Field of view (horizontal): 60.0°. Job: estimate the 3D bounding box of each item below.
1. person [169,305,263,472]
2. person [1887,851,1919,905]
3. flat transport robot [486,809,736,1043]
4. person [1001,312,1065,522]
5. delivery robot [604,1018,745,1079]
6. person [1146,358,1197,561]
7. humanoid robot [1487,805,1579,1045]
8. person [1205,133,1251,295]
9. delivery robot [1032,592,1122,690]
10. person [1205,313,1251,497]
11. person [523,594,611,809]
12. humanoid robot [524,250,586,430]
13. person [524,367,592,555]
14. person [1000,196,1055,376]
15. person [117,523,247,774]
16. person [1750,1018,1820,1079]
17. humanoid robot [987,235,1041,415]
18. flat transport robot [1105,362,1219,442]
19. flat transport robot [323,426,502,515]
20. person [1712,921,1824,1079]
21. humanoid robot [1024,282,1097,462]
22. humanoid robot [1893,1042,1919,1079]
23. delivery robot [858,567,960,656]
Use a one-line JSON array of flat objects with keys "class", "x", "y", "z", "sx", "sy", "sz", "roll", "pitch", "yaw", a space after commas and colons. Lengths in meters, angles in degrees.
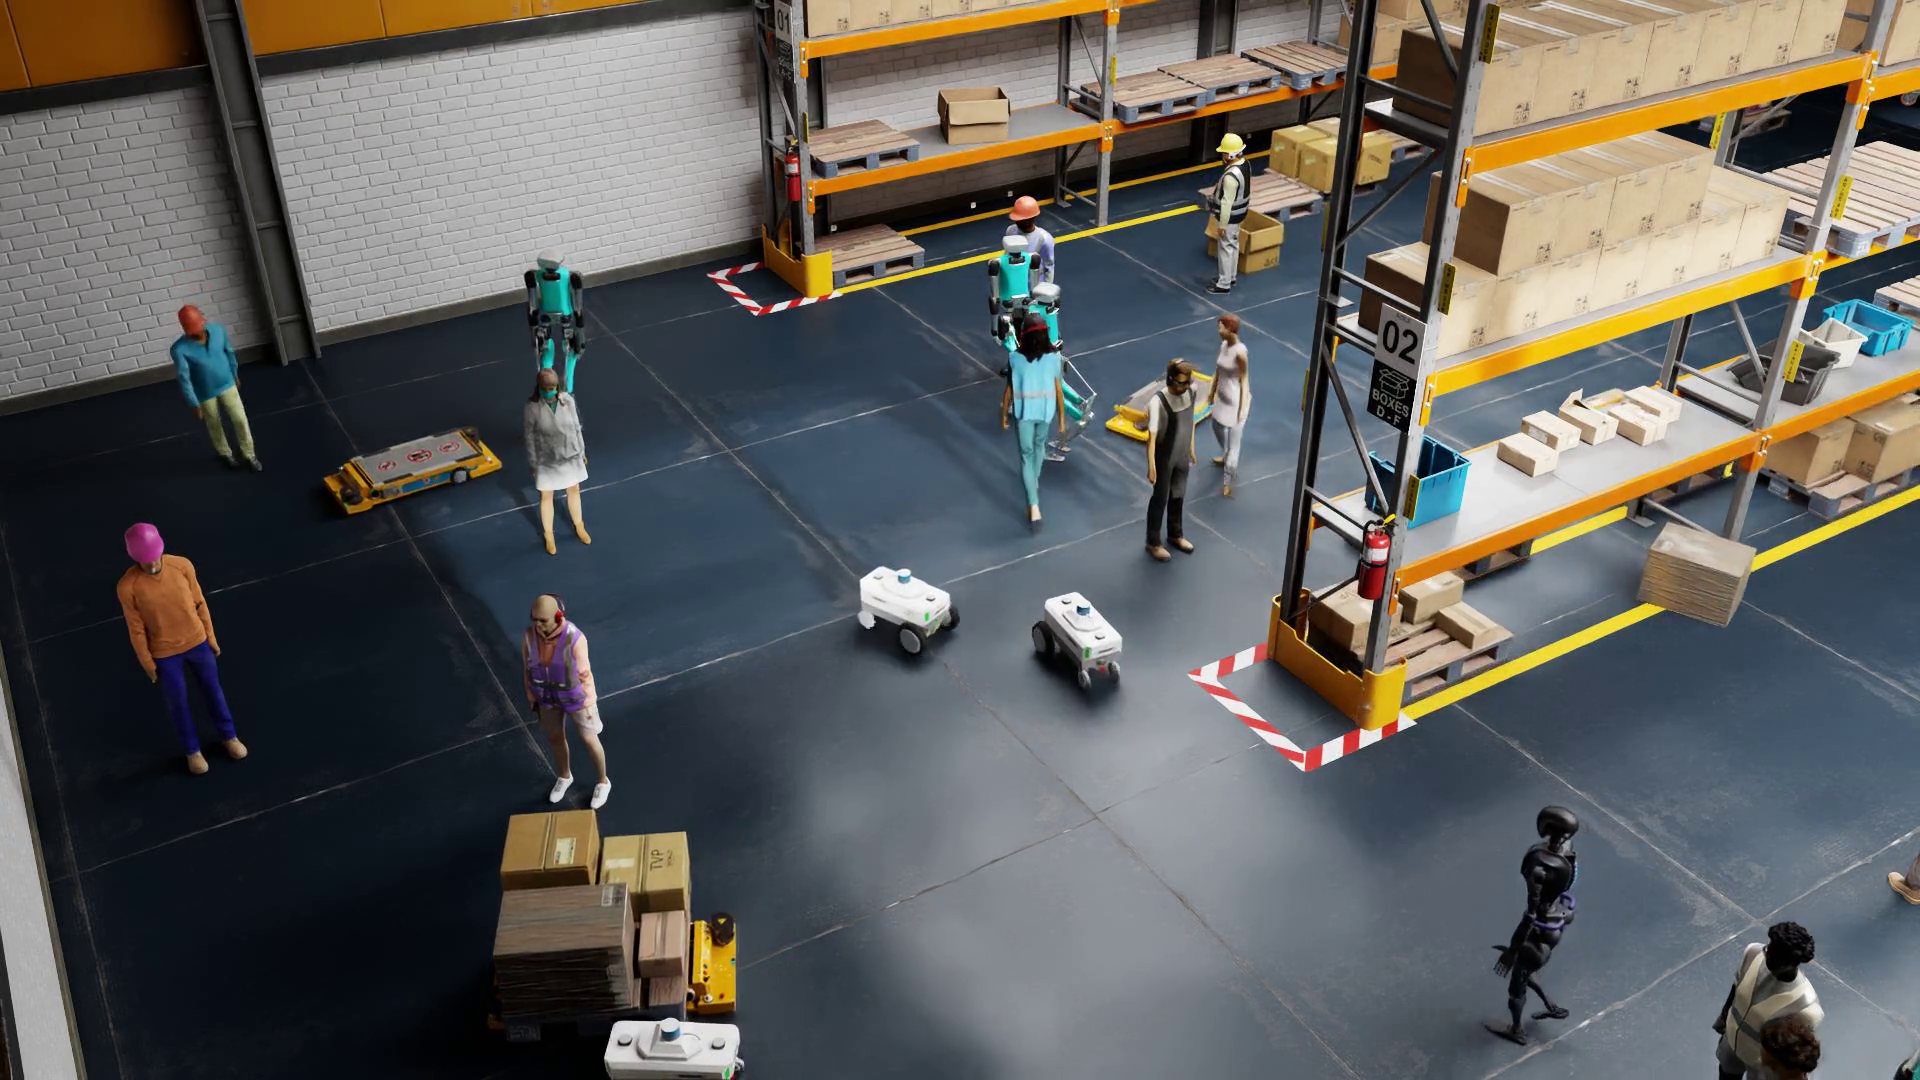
[{"class": "person", "x": -6.688, "y": -1.360, "z": 14.900, "sx": 0.630, "sy": 1.700, "sz": 0.577, "roll": 27, "pitch": 41, "yaw": 36}, {"class": "person", "x": 6.198, "y": 1.512, "z": 10.249, "sx": 0.463, "sy": 1.780, "sz": 0.305, "roll": -4, "pitch": 32, "yaw": -6}, {"class": "flat transport robot", "x": -2.068, "y": 2.582, "z": 9.967, "sx": 1.431, "sy": 0.231, "sz": 0.659, "roll": -3, "pitch": 32, "yaw": -5}, {"class": "person", "x": 0.637, "y": -1.085, "z": 14.354, "sx": 0.536, "sy": 1.819, "sz": 0.967, "roll": -5, "pitch": 32, "yaw": -8}, {"class": "delivery robot", "x": -1.592, "y": 2.886, "z": 9.206, "sx": 0.784, "sy": 0.589, "sz": 0.499, "roll": 1, "pitch": 32, "yaw": 2}, {"class": "person", "x": 1.740, "y": -0.673, "z": 13.688, "sx": 0.519, "sy": 1.834, "sz": 0.365, "roll": -23, "pitch": 39, "yaw": -32}, {"class": "humanoid robot", "x": 3.259, "y": 2.191, "z": 9.271, "sx": 0.422, "sy": 1.645, "sz": 0.602, "roll": 22, "pitch": 38, "yaw": 31}, {"class": "person", "x": 2.968, "y": -3.592, "z": 18.356, "sx": 0.403, "sy": 1.821, "sz": 0.597, "roll": 13, "pitch": 34, "yaw": 20}, {"class": "delivery robot", "x": 0.926, "y": 0.720, "z": 12.656, "sx": 0.499, "sy": 0.584, "sz": 0.783, "roll": -14, "pitch": 35, "yaw": -21}, {"class": "person", "x": 2.420, "y": -1.238, "z": 14.775, "sx": 0.345, "sy": 1.630, "sz": 0.628, "roll": -13, "pitch": 34, "yaw": -20}, {"class": "person", "x": -2.635, "y": 1.063, "z": 11.057, "sx": 0.486, "sy": 1.685, "sz": 0.355, "roll": 7, "pitch": 33, "yaw": 10}, {"class": "humanoid robot", "x": -3.766, "y": -1.775, "z": 15.519, "sx": 0.541, "sy": 1.779, "sz": 0.678, "roll": 0, "pitch": 32, "yaw": -1}, {"class": "person", "x": -3.349, "y": -0.668, "z": 13.833, "sx": 0.486, "sy": 1.663, "sz": 0.341, "roll": -17, "pitch": 36, "yaw": -25}, {"class": "person", "x": 0.652, "y": -2.487, "z": 16.483, "sx": 0.550, "sy": 1.933, "sz": 0.365, "roll": 20, "pitch": 37, "yaw": 28}, {"class": "person", "x": -5.335, "y": 0.724, "z": 11.333, "sx": 0.515, "sy": 1.973, "sz": 0.401, "roll": -26, "pitch": 40, "yaw": -35}, {"class": "person", "x": 3.846, "y": 2.984, "z": 7.812, "sx": 0.536, "sy": 1.874, "sz": 0.573, "roll": -6, "pitch": 33, "yaw": -10}, {"class": "humanoid robot", "x": 0.602, "y": -1.989, "z": 15.782, "sx": 0.531, "sy": 1.688, "sz": 0.759, "roll": -12, "pitch": 34, "yaw": -18}, {"class": "flat transport robot", "x": 2.091, "y": -1.322, "z": 16.193, "sx": 0.659, "sy": 0.231, "sz": 1.431, "roll": 23, "pitch": 39, "yaw": 32}, {"class": "flat transport robot", "x": -4.972, "y": -0.644, "z": 15.110, "sx": 1.431, "sy": 0.231, "sz": 0.659, "roll": -21, "pitch": 38, "yaw": -29}, {"class": "person", "x": 4.110, "y": 2.611, "z": 8.583, "sx": 0.319, "sy": 1.691, "sz": 0.535, "roll": -8, "pitch": 33, "yaw": -13}, {"class": "humanoid robot", "x": 0.950, "y": -1.467, "z": 14.920, "sx": 0.735, "sy": 1.673, "sz": 0.533, "roll": 16, "pitch": 35, "yaw": 24}, {"class": "humanoid robot", "x": 4.335, "y": 2.964, "z": 8.062, "sx": 0.792, "sy": 1.858, "sz": 0.558, "roll": 2, "pitch": 32, "yaw": 3}, {"class": "delivery robot", "x": -0.436, "y": 0.498, "z": 13.013, "sx": 0.765, "sy": 0.586, "sz": 0.499, "roll": 21, "pitch": 38, "yaw": 30}]
